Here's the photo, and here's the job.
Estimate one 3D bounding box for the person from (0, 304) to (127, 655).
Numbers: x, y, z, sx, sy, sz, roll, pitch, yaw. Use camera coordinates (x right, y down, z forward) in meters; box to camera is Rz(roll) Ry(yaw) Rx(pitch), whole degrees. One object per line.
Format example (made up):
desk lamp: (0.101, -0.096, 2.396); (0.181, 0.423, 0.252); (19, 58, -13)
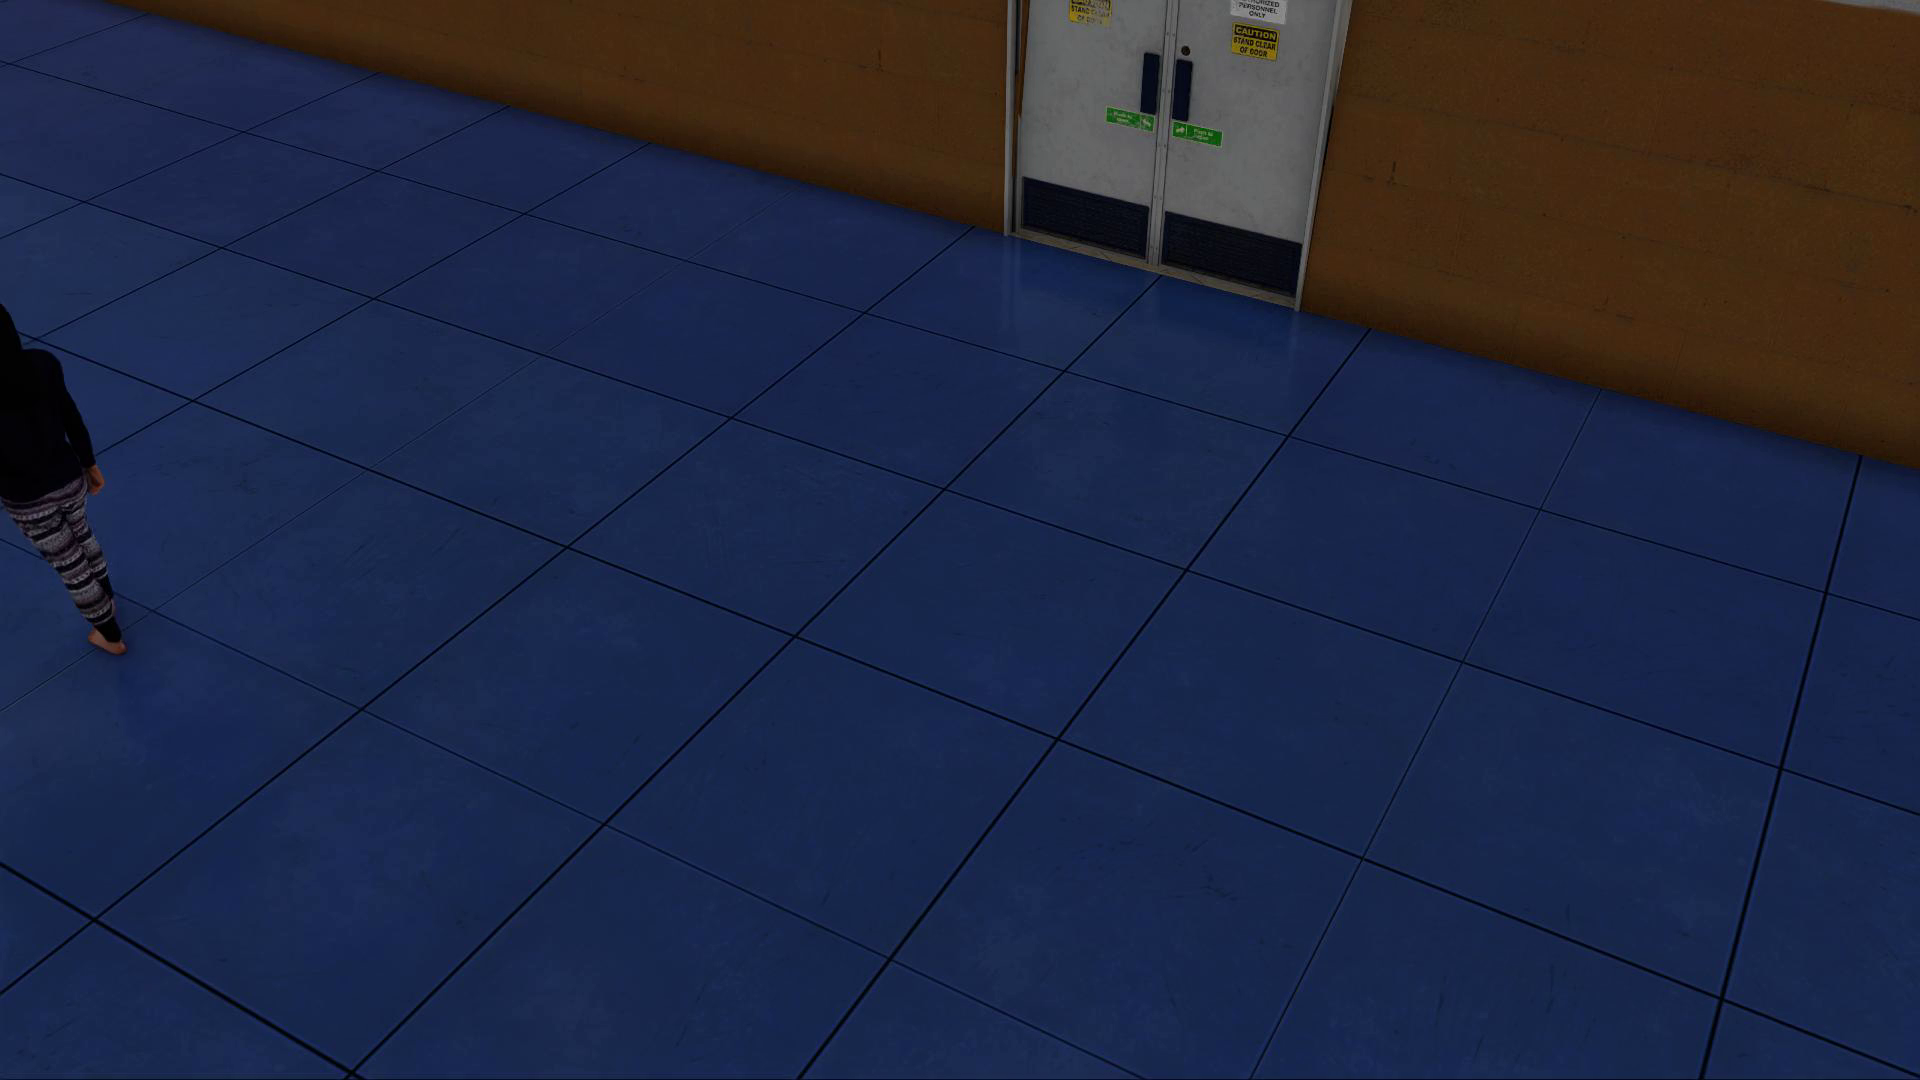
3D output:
person: (-3.802, -0.219, 6.953); (0.710, 1.718, 0.649); (22, 42, 27)
